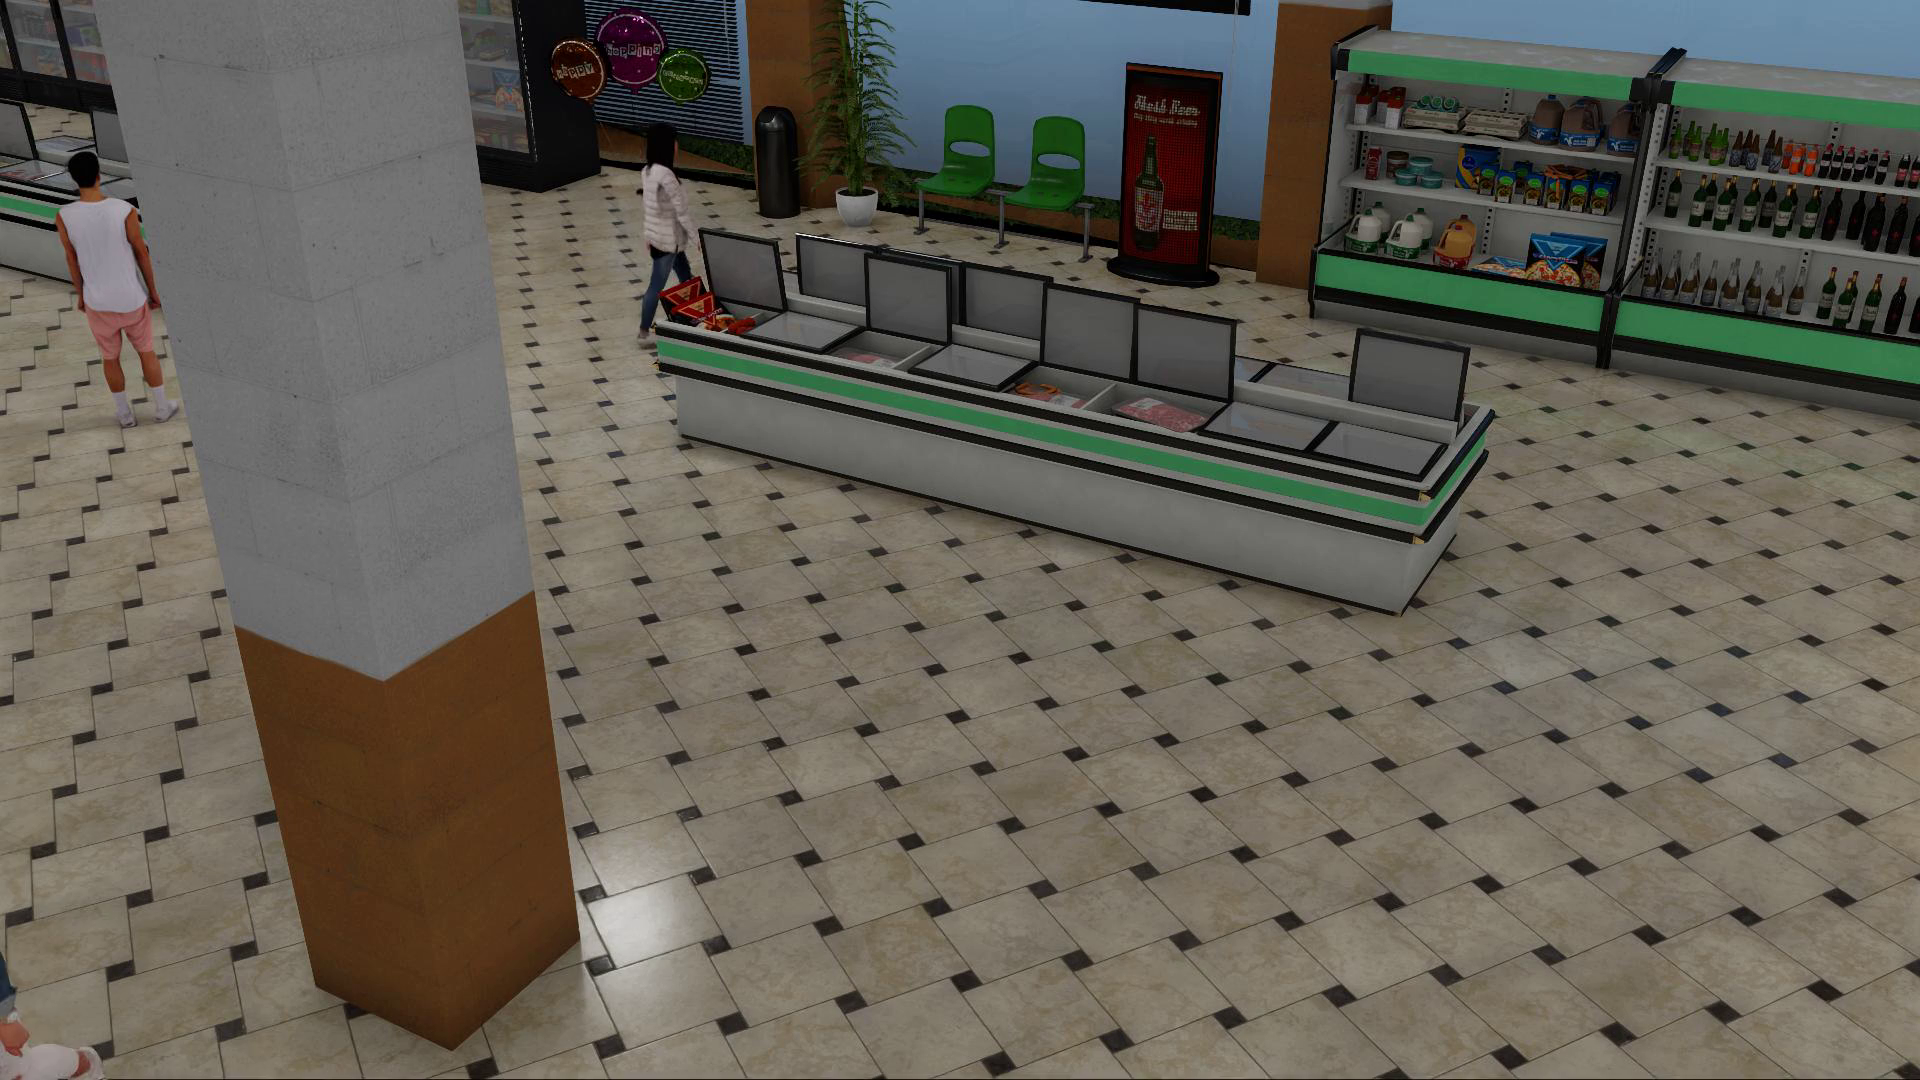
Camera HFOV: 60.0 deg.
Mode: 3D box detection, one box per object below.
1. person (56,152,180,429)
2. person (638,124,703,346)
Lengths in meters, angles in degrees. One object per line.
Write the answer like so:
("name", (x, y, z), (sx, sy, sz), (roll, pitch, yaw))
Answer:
("person", (-5.469, -1.598, 10.737), (0.728, 1.786, 0.764), (-10, 28, -19))
("person", (-2.206, -2.169, 12.067), (1.028, 1.601, 1.045), (-12, 29, -22))
